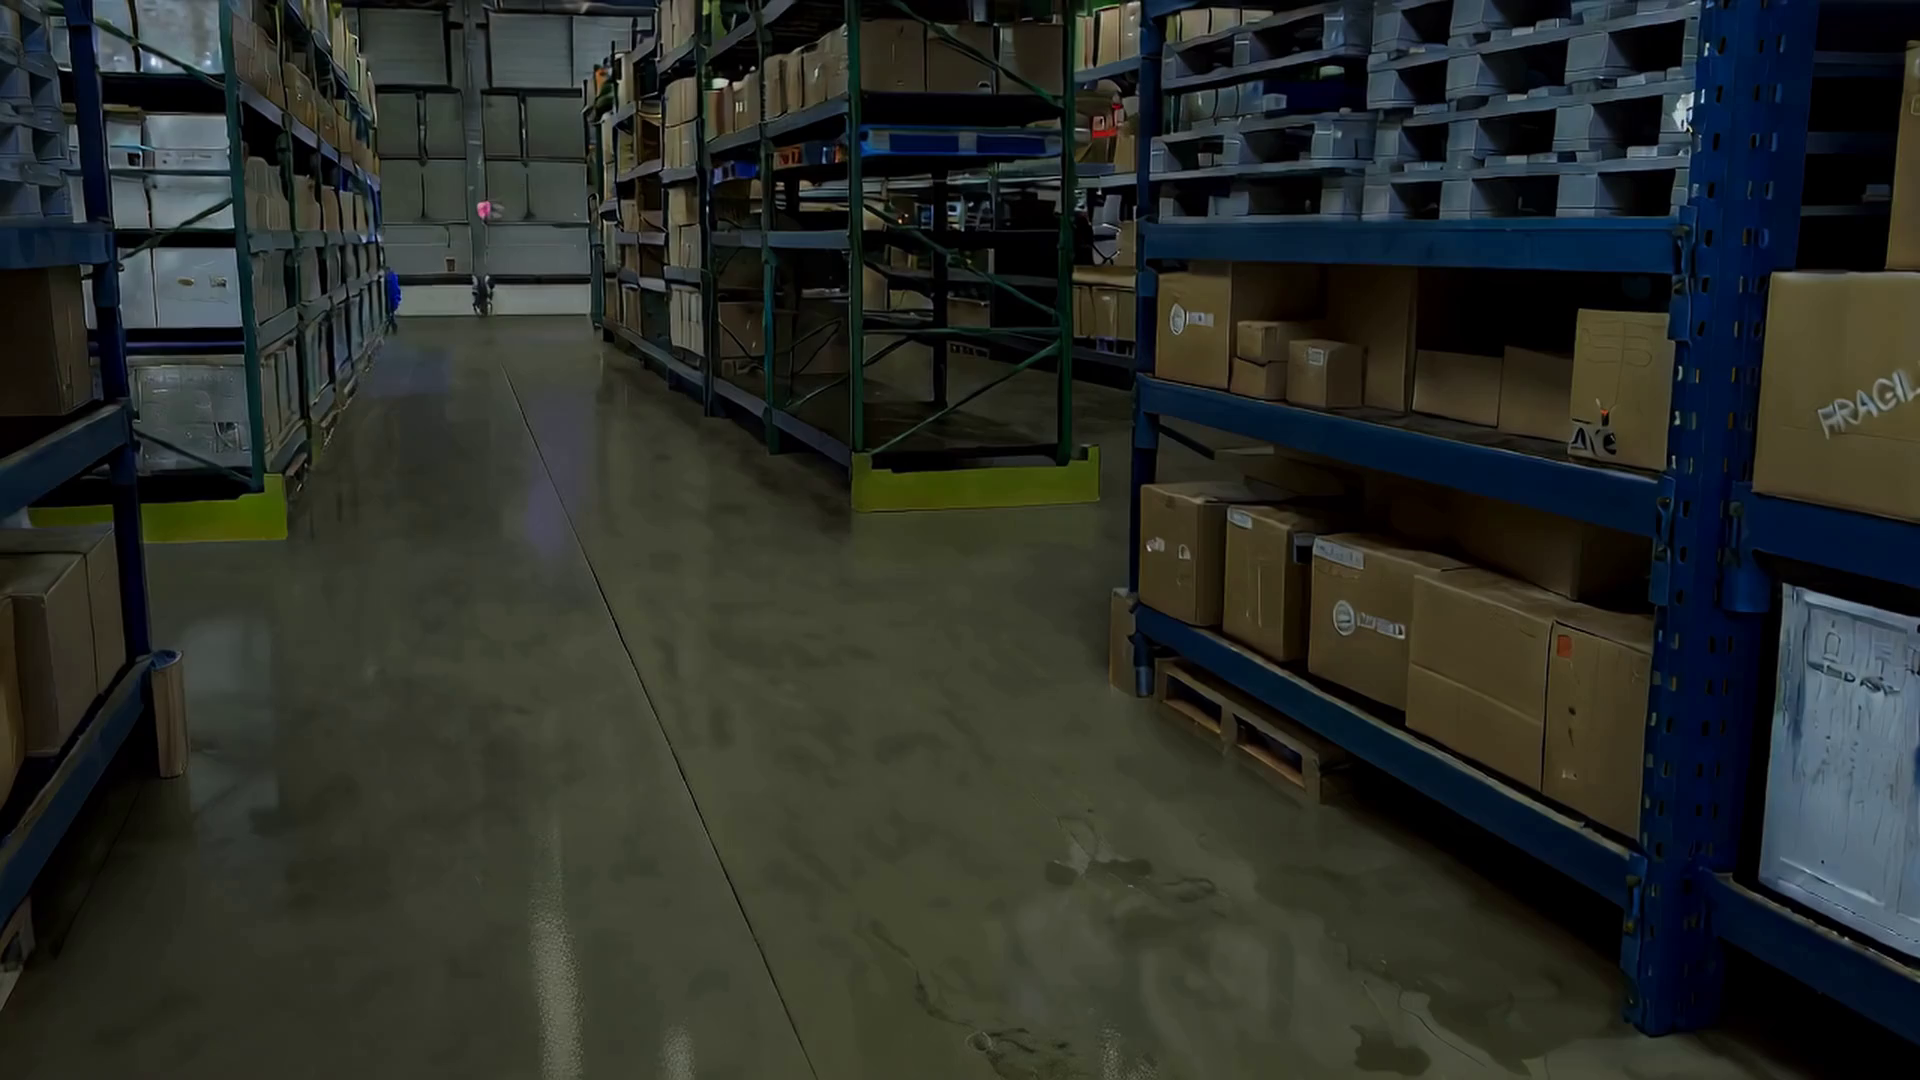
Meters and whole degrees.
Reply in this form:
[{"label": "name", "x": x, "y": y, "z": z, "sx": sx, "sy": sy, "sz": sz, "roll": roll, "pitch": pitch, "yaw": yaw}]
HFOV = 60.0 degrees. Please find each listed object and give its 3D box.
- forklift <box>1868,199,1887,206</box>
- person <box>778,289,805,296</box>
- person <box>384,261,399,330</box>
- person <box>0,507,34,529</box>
[{"label": "forklift", "x": 11.338, "y": -2.915, "z": 21.052, "sx": 1.129, "sy": 2.768, "sz": 1.873, "roll": -3, "pitch": 11, "yaw": -17}, {"label": "person", "x": -3.782, "y": -5.385, "z": 37.210, "sx": 0.636, "sy": 1.923, "sz": 0.476, "roll": -3, "pitch": 11, "yaw": -18}, {"label": "person", "x": -14.407, "y": -6.151, "z": 41.881, "sx": 0.339, "sy": 1.748, "sz": 0.573, "roll": 8, "pitch": 13, "yaw": 38}, {"label": "person", "x": -4.572, "y": -0.116, "z": 8.042, "sx": 0.686, "sy": 2.024, "sz": 0.636, "roll": -3, "pitch": 11, "yaw": -18}]
